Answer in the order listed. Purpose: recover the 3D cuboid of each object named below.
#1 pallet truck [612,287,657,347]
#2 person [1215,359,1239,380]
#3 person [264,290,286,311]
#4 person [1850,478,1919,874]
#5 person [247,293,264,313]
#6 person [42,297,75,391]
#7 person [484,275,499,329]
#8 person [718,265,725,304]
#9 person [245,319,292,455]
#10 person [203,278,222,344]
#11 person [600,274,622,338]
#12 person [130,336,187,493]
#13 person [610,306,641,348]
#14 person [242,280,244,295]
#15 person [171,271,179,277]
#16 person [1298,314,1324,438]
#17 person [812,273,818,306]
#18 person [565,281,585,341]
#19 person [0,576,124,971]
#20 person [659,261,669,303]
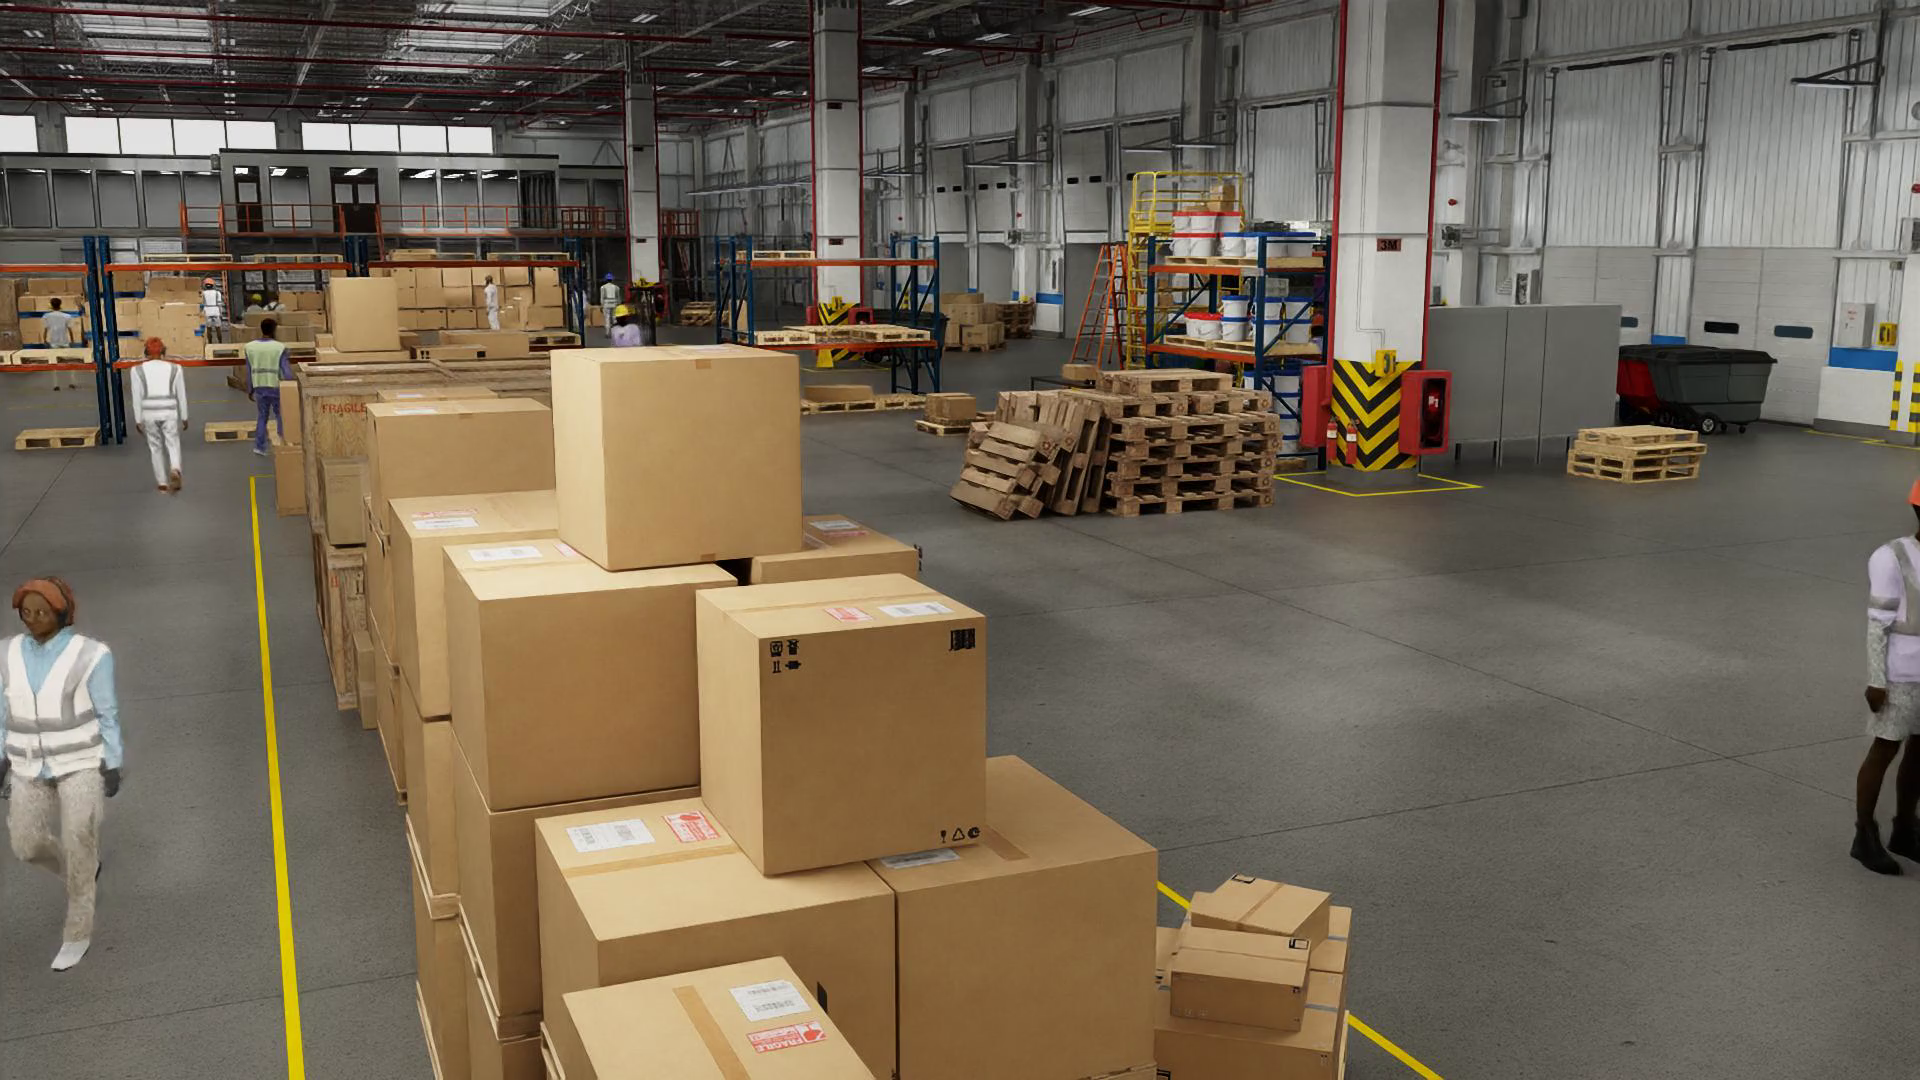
[{"bbox_3d":[-6.464,-4.406,35.401,0.823,1.965,1.885,6,12,32],"label":"pallet truck"},{"bbox_3d":[4.262,-2.674,26.713,0.485,1.681,0.540,6,12,32],"label":"person"},{"bbox_3d":[-15.607,-4.785,37.965,0.539,1.831,0.622,1,10,4],"label":"person"},{"bbox_3d":[4.542,0.621,7.866,0.551,1.935,0.372,-3,11,-15],"label":"person"},{"bbox_3d":[-16.444,-4.903,38.899,0.519,1.724,0.406,4,11,20],"label":"person"},{"bbox_3d":[-17.796,-3.857,32.816,0.566,1.846,0.439,-6,12,-30],"label":"person"},{"bbox_3d":[-13.536,-6.668,48.032,0.377,1.940,0.628,1,10,4],"label":"person"},{"bbox_3d":[-10.446,-11.078,72.443,0.450,1.910,0.643,-6,12,-32],"label":"person"},{"bbox_3d":[-9.505,-2.088,22.910,0.611,1.897,0.425,0,10,1],"label":"person"},{"bbox_3d":[-20.161,-6.074,44.791,0.544,1.927,0.384,-5,12,-28],"label":"person"},{"bbox_3d":[-10.484,-7.007,50.002,0.648,1.925,0.378,-4,11,-19],"label":"person"},{"bbox_3d":[-9.373,-1.453,19.497,0.577,1.870,0.521,-6,12,-30],"label":"person"},{"bbox_3d":[-5.617,-2.976,27.858,0.612,1.872,0.983,3,11,17],"label":"person"},{"bbox_3d":[-28.451,-10.002,66.547,0.556,1.877,0.709,7,13,35],"label":"person"},{"bbox_3d":[-29.823,-9.399,63.351,0.393,1.855,0.685,1,10,6],"label":"person"},{"bbox_3d":[5.275,-2.382,24.589,0.549,1.890,1.026,-7,12,-34],"label":"person"},{"bbox_3d":[-4.810,-8.277,57.176,0.429,1.839,0.634,6,12,32],"label":"person"},{"bbox_3d":[-10.739,-6.310,46.367,0.657,1.826,0.480,6,12,28],"label":"person"},{"bbox_3d":[-3.757,0.937,6.965,0.527,1.624,0.531,0,10,-2],"label":"person"},{"bbox_3d":[-13.186,-11.390,73.933,0.616,1.985,0.414,0,10,-1],"label":"person"}]
